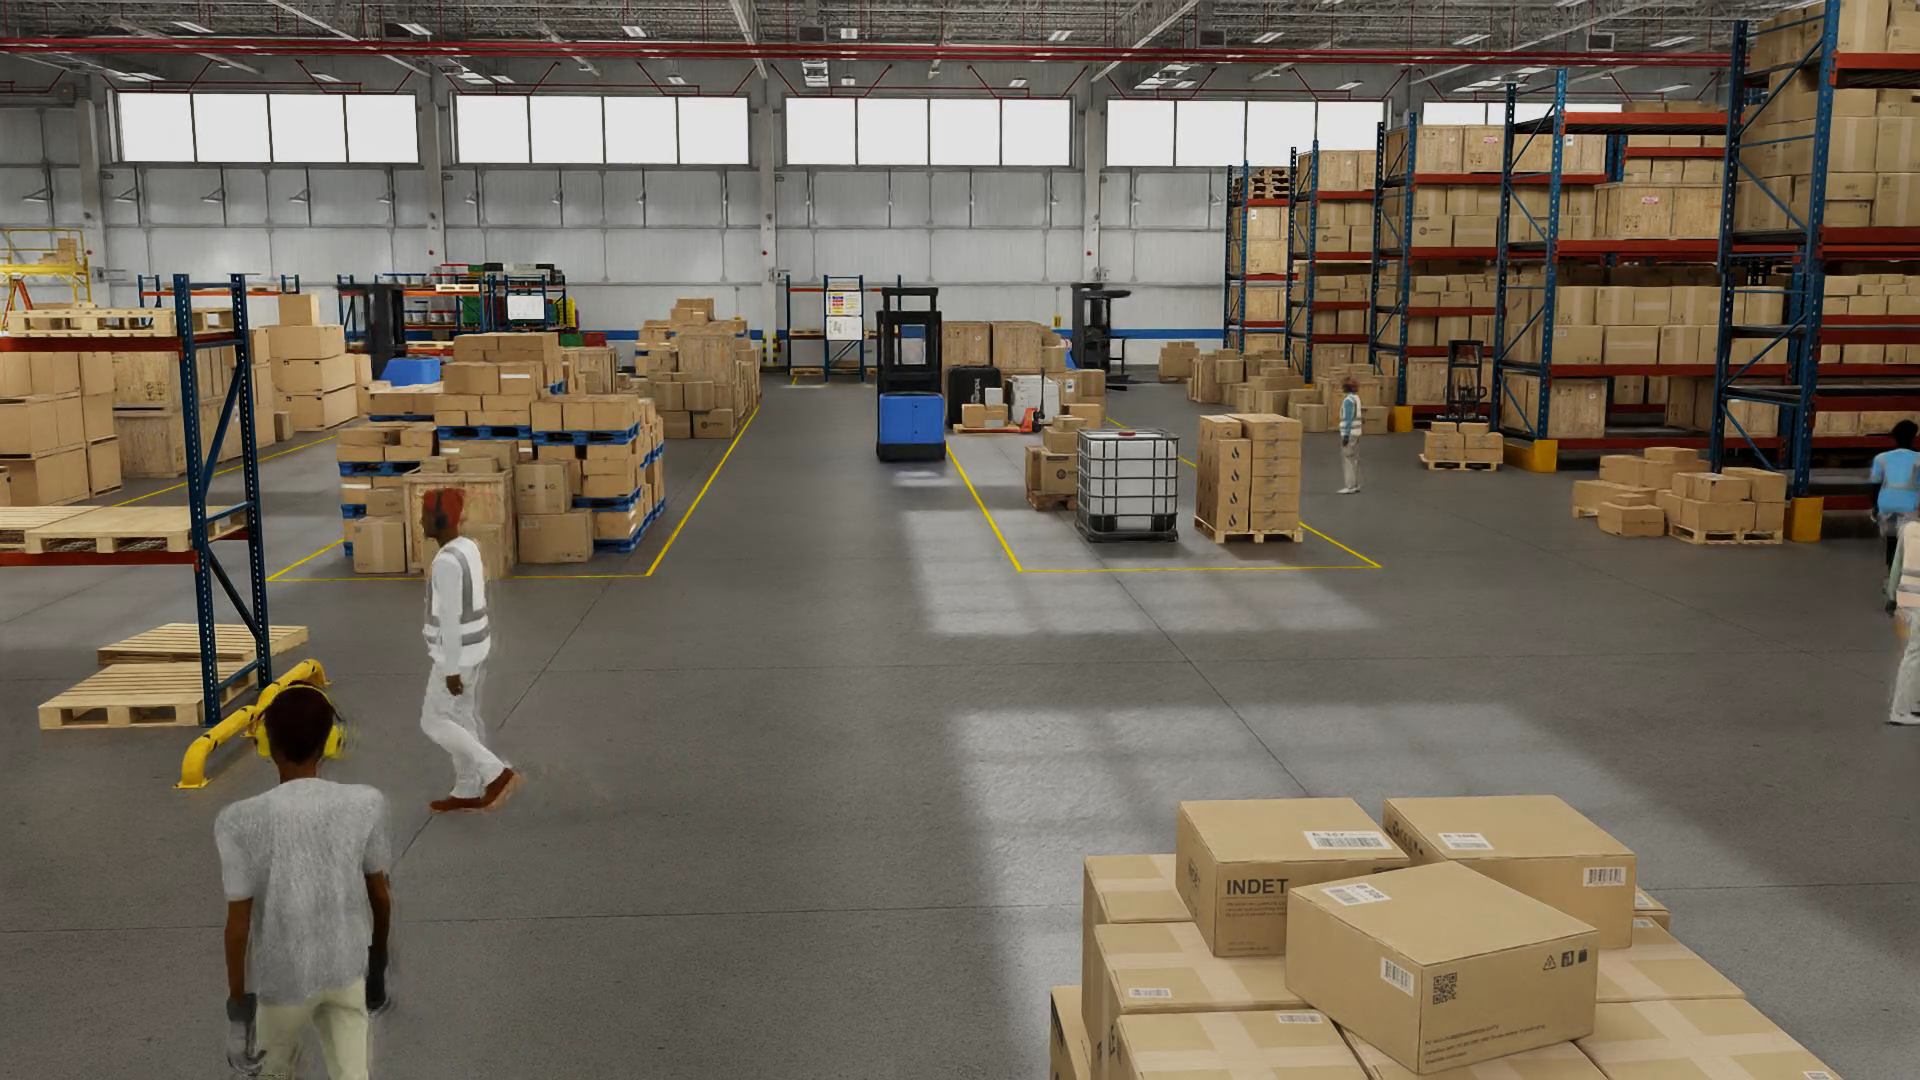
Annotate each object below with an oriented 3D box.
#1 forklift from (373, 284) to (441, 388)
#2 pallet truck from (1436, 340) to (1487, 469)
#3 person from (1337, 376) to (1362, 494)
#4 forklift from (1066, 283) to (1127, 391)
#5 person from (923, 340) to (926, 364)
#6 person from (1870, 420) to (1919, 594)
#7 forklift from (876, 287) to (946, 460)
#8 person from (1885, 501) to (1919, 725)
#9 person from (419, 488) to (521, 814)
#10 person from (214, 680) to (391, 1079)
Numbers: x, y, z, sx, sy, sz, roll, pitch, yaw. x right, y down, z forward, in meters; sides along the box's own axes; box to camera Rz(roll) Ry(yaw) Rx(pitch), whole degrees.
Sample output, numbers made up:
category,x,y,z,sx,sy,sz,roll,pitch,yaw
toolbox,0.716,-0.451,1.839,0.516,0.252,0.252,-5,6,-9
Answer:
category,x,y,z,sx,sy,sz,roll,pitch,yaw
forklift,-13.140,-4.539,38.528,1.873,2.768,1.129,1,9,9
pallet truck,8.004,-2.170,26.422,0.823,1.965,1.885,2,9,14
person,5.407,-1.453,23.047,0.310,1.636,0.523,4,10,24
forklift,3.250,-5.252,43.007,1.873,2.768,1.129,9,12,43
person,-0.564,-3.847,37.136,0.552,1.937,0.356,-6,11,-32
person,8.907,-0.304,15.774,0.816,1.662,0.536,-7,12,-39
forklift,-0.823,-2.776,27.464,1.129,2.768,1.873,-1,9,-4
person,6.536,0.445,11.148,0.602,1.617,0.540,-1,9,-9
person,-2.764,0.636,9.221,0.471,1.872,0.582,0,9,-1
person,-2.001,1.325,5.054,0.517,1.808,0.982,-6,11,-34
